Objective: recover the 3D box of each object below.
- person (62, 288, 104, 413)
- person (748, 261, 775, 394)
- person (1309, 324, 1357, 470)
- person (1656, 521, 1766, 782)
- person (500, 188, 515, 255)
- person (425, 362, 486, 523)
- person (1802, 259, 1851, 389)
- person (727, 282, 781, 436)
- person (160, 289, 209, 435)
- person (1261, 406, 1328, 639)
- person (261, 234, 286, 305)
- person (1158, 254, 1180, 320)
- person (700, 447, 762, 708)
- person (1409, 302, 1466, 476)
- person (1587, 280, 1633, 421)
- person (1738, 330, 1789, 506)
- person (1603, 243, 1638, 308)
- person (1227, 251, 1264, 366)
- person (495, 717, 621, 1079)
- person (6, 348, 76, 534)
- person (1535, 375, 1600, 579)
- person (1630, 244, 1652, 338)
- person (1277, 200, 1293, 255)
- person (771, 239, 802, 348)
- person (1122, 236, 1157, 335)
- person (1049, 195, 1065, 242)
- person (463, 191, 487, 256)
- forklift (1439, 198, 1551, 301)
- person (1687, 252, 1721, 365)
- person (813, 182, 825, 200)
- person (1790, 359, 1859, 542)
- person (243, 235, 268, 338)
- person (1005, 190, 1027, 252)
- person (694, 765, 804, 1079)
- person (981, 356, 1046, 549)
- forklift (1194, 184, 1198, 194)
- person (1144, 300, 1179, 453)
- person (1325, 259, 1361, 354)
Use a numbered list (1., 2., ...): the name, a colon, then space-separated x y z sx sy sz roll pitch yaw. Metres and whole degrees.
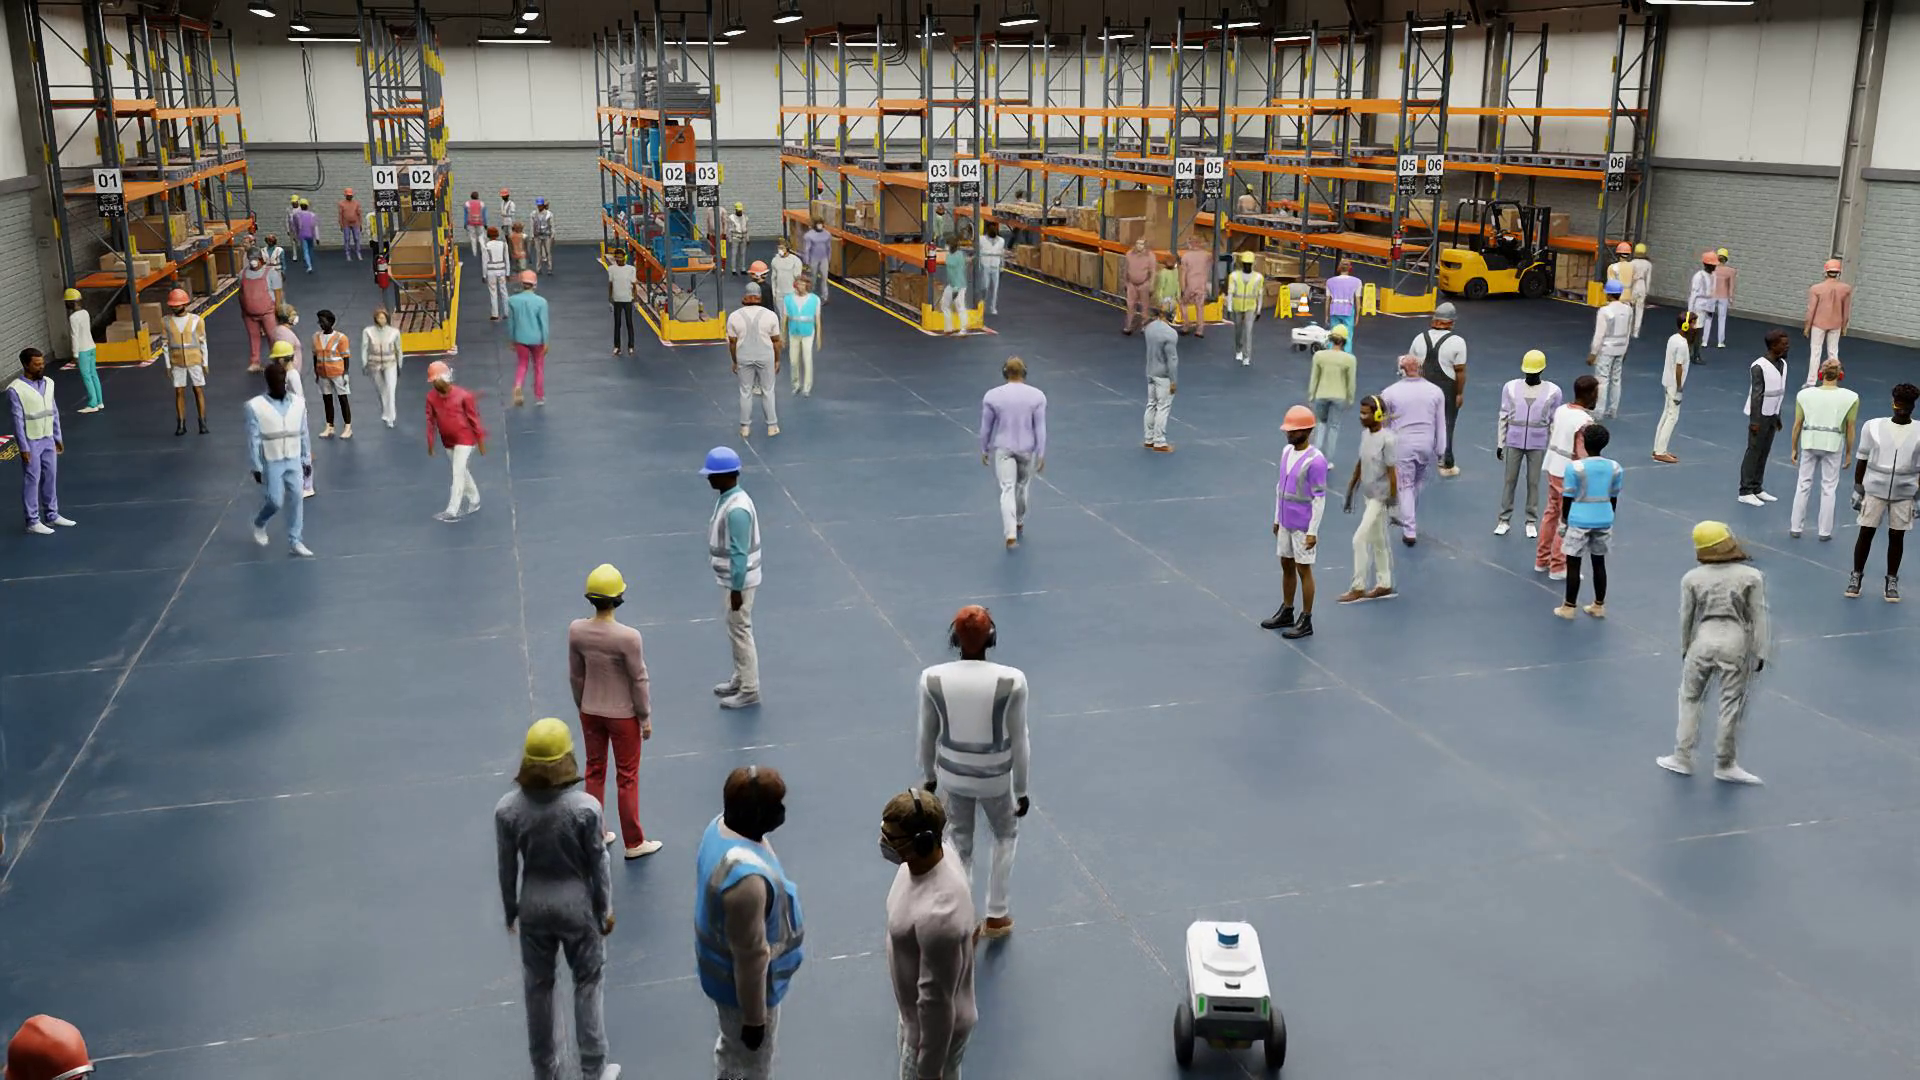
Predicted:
1. person: -12.463 -2.685 23.590 0.338 1.757 0.518 -1 15 -4
2. person: -2.986 -3.204 25.080 0.383 1.996 0.609 2 15 6
3. person: 4.470 -1.710 19.927 0.540 1.743 0.445 7 16 24
4. person: 4.997 0.733 10.846 0.624 1.699 0.325 10 18 33
5. person: -12.595 -8.809 46.306 0.548 1.929 0.388 14 20 41
6. person: -5.331 -1.047 17.531 0.589 1.699 0.914 6 16 20
7. person: 13.165 -3.262 25.299 0.612 1.996 0.389 2 15 8
8. person: -2.696 -2.392 21.936 0.683 2.000 0.538 0 15 -1
9. person: -10.231 -2.350 21.988 0.543 1.932 0.376 -5 16 -17
10. person: 2.757 -0.152 13.711 0.362 1.935 0.551 -7 16 -24
11. person: -14.141 -5.467 34.283 0.511 1.638 0.307 0 15 0
12. person: 3.757 -4.448 30.481 0.547 1.613 0.531 12 19 38
13. person: -1.657 0.267 12.139 0.422 1.935 0.621 -4 15 -15
14. person: 5.680 -1.793 19.685 0.683 2.000 0.536 14 20 42
15. person: 8.961 -2.604 22.929 0.649 1.943 0.401 -8 17 -26
16. person: 8.837 -1.348 18.253 0.595 1.916 0.415 -12 19 -39
17. person: 11.438 -4.182 28.871 0.552 1.937 0.356 -2 15 -7
18. person: 4.802 -3.925 28.005 0.579 1.892 0.961 3 15 12
19. person: -1.784 1.625 7.400 0.493 1.745 0.328 1 15 4
20. person: -9.461 -1.022 17.047 0.396 1.910 0.587 3 15 10
21. person: 5.635 -0.583 15.404 0.429 1.901 0.594 -1 15 -4
22. person: 12.616 -4.668 31.098 0.516 1.720 0.641 0 15 -1
23. person: 8.727 -8.278 44.715 0.468 1.712 0.583 9 18 32
24. person: -3.098 -4.398 29.707 0.628 1.932 0.367 7 17 26
25. person: 3.332 -4.759 31.196 0.657 1.848 1.006 6 16 22
26. person: 2.782 -9.167 48.234 0.524 1.610 0.568 2 15 8
27. person: -13.668 -8.911 46.898 0.639 1.824 0.445 -6 16 -21
28. forklift: 11.913 -6.508 37.130 2.313 2.155 1.214 -4 15 -15
29. person: 12.391 -3.898 27.907 0.602 1.900 0.686 -10 18 -33
30. person: -4.175 -9.662 49.515 0.380 1.929 0.567 3 15 12
31. person: 8.645 -0.894 16.700 0.560 1.836 0.394 10 18 33
32. person: -13.140 -4.730 31.024 0.636 1.900 0.399 11 19 36
33. person: 1.726 -9.221 48.119 0.938 1.801 0.524 12 19 38
34. person: -0.841 1.764 6.698 0.430 1.838 0.655 -4 15 -14
35. person: 0.530 -0.890 16.601 0.645 1.881 1.084 0 15 0
36. forklift: 7.392 -11.333 53.972 1.873 2.768 1.129 -4 15 -15
37. person: 2.534 -2.042 20.848 0.387 1.927 0.638 -7 16 -24
38. person: 6.202 -3.634 27.021 0.561 1.836 0.392 7 16 23
